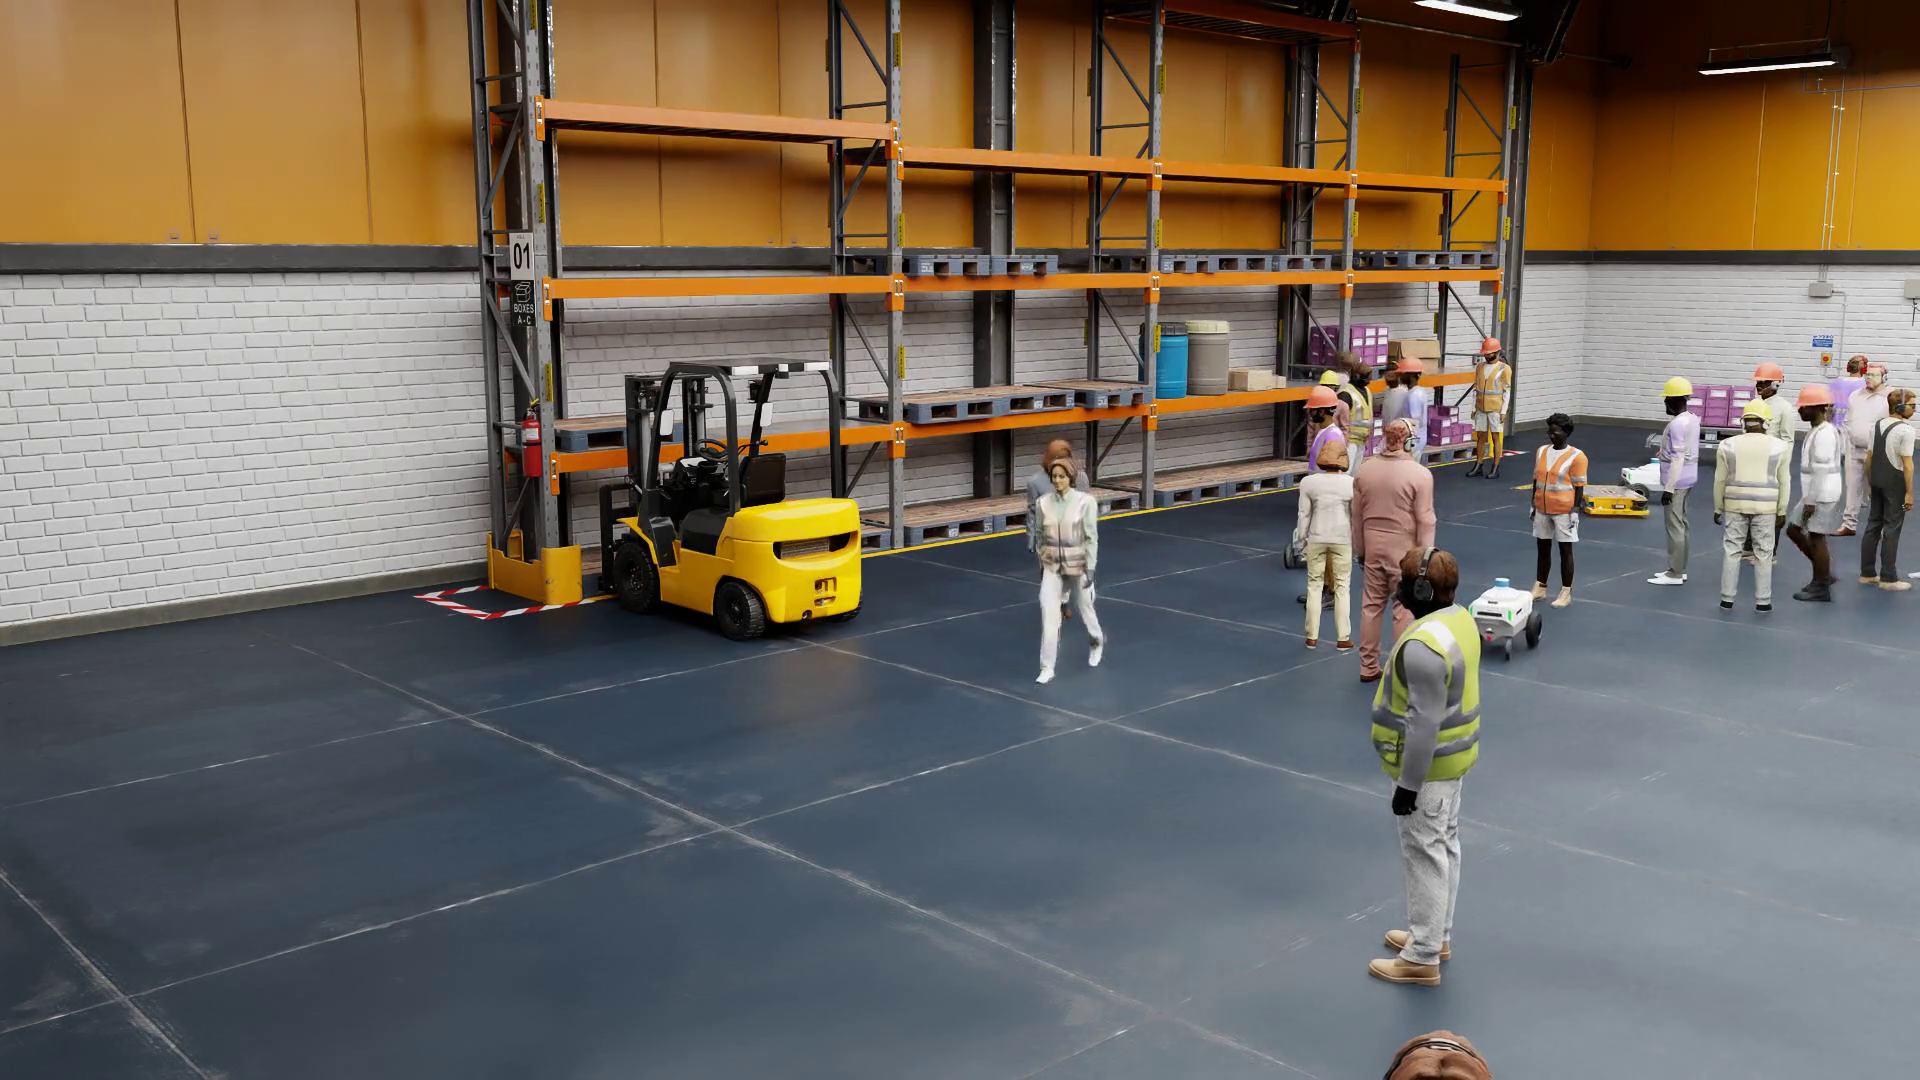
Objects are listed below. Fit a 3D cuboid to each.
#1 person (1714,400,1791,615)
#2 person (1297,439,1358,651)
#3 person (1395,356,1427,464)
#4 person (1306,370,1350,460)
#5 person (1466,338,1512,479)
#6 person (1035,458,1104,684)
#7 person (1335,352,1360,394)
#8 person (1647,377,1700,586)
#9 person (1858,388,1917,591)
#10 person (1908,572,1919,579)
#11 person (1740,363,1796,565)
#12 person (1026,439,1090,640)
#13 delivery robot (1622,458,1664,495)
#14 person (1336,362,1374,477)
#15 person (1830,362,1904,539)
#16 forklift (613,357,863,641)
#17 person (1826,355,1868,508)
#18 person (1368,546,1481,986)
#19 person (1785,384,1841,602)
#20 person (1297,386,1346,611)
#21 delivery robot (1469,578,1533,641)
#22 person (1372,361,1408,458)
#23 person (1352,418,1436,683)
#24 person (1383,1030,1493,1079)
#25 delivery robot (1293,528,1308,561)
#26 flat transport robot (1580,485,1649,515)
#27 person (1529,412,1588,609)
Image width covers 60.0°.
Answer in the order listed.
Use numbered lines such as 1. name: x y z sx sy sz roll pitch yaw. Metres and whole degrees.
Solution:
1. person: 6.721 -0.277 14.136 0.586 1.823 0.403 5 11 28
2. person: 2.860 0.039 12.844 0.507 1.631 0.278 4 10 20
3. person: 4.984 -1.073 18.467 0.375 1.936 0.550 4 10 20
4. person: 4.092 -1.007 18.568 0.305 1.772 0.525 -9 13 -42
5. person: 7.224 -1.795 22.721 0.373 1.928 0.543 -8 13 -41
6. person: 0.800 0.188 12.053 0.522 1.607 0.814 5 11 27
7. person: 4.695 -1.291 19.851 0.830 1.897 0.668 0 10 2
8. person: 6.598 -0.539 15.372 0.381 1.923 0.595 7 12 35
9. person: 8.473 -0.459 15.144 0.331 1.841 0.521 -2 10 -11
10. person: 9.159 -0.536 15.383 0.392 1.916 0.591 1 10 5
11. person: 7.899 -0.743 16.370 0.379 1.992 0.611 -3 10 -17
12. person: 0.786 -0.042 13.397 0.542 1.604 0.680 -1 10 -5
13. delivery robot: 8.511 -0.757 20.382 0.707 0.478 0.477 1 10 8
14. person: 4.575 -1.159 19.320 0.432 1.828 0.626 8 12 38
15. person: 9.726 -0.950 17.824 0.409 1.913 0.642 -6 11 -31
16. forklift: -1.847 -0.414 13.852 1.214 2.155 2.313 -9 13 -42
17. person: 10.744 -1.302 20.073 0.373 1.843 0.570 -9 13 -41
18. person: 1.938 0.938 6.971 0.430 1.845 0.624 5 11 29
19. person: 7.503 -0.403 14.607 0.470 1.918 0.555 3 10 15
20. person: 3.110 -0.354 14.264 0.376 1.934 0.546 1 10 4
21. delivery robot: 4.162 0.538 12.801 0.477 0.478 0.707 6 11 31
22. person: 4.932 -1.153 19.234 0.731 1.833 0.531 -3 10 -19
23. person: 3.076 0.092 11.734 0.399 1.909 0.642 -8 12 -39
24. person: 0.856 1.698 3.112 0.514 1.641 0.307 1 10 6
25. delivery robot: 3.503 -0.046 16.221 0.477 0.478 0.707 5 11 28
26. flat transport robot: 7.737 -0.492 19.933 0.652 0.197 1.431 1 10 8
27. person: 5.160 -0.259 14.411 0.319 1.694 0.533 -6 11 -32
